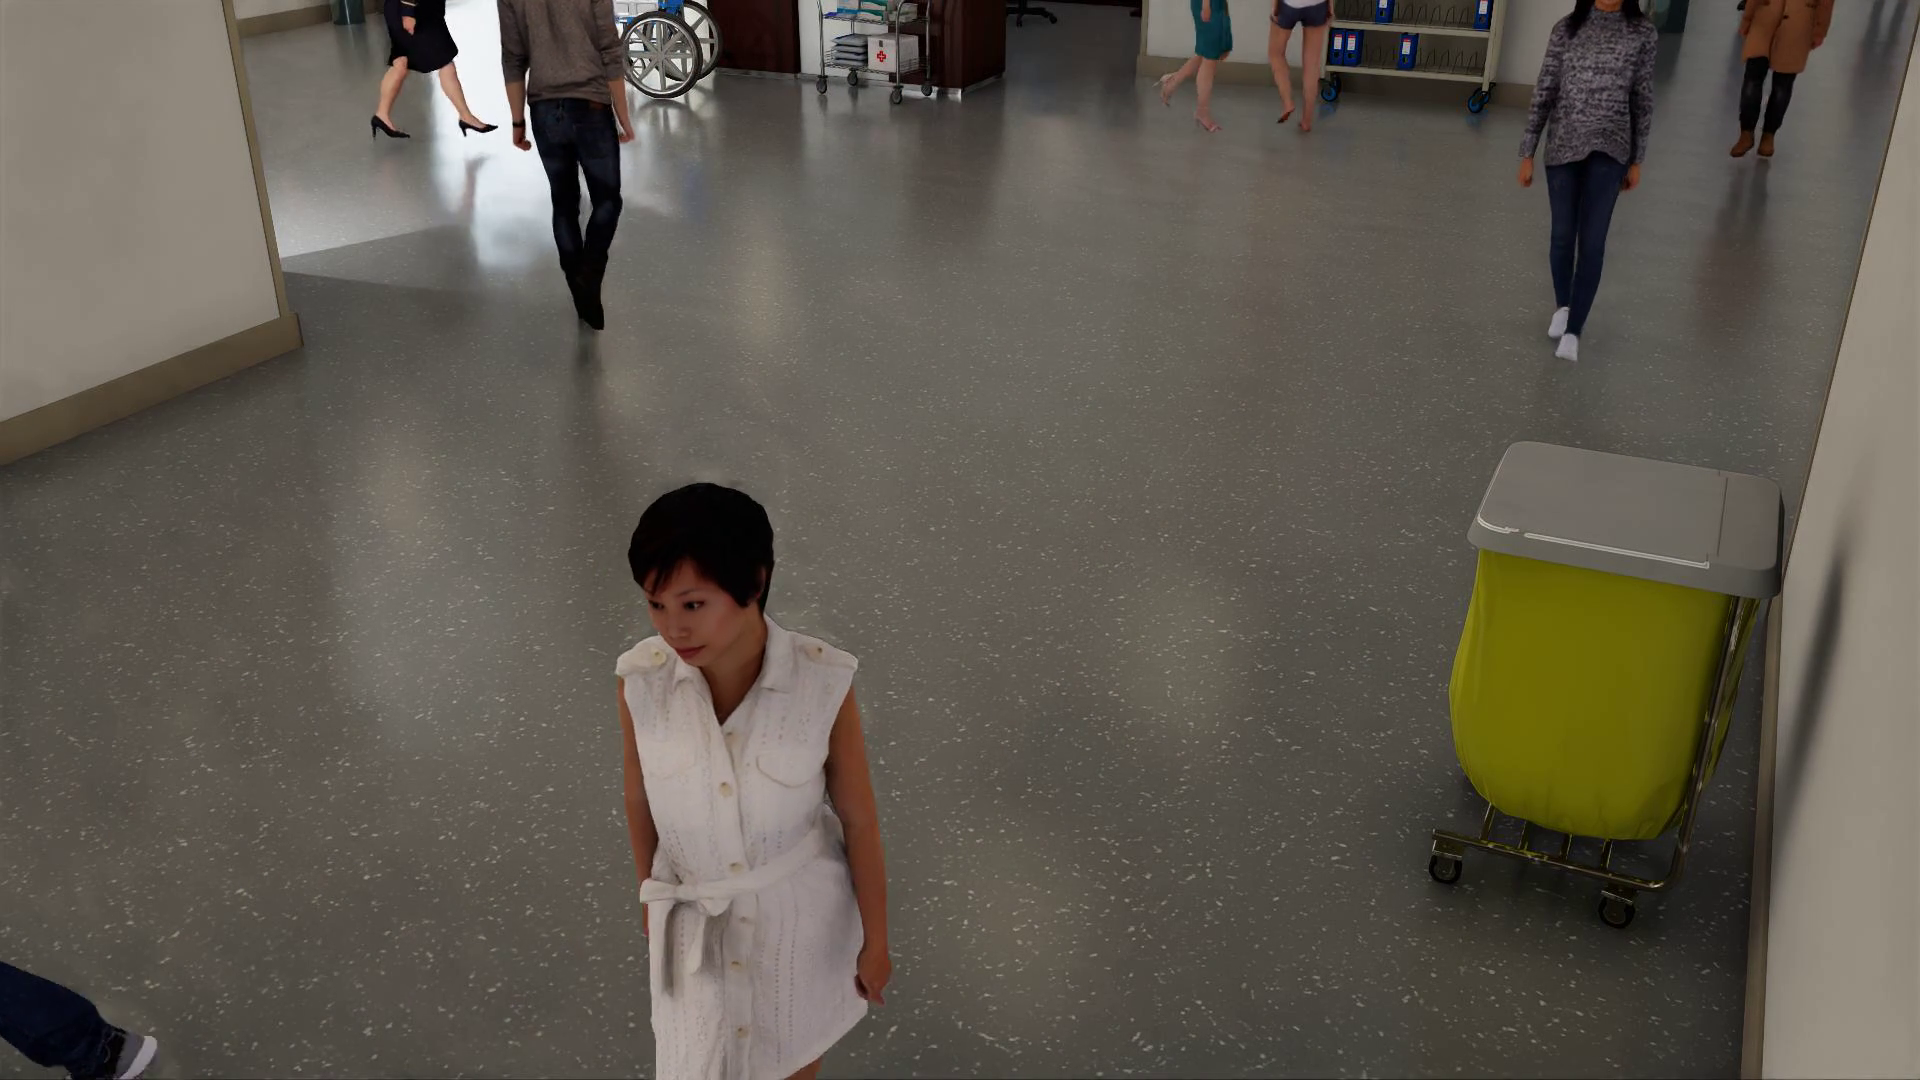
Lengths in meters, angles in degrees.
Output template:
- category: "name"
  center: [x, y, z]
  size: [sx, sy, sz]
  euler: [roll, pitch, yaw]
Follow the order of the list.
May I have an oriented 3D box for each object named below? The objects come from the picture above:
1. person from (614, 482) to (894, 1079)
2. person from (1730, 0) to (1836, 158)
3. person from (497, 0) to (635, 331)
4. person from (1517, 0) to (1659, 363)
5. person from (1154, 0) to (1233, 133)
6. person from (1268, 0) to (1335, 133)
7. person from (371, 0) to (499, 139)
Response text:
- category: "person"
  center: [-0.329, 0.581, 2.749]
  size: [1.032, 1.509, 0.933]
  euler: [-1, 26, -3]
- category: "person"
  center: [5.234, -3.299, 10.517]
  size: [0.687, 1.709, 0.769]
  euler: [15, 29, 28]
- category: "person"
  center: [-1.717, -1.835, 7.325]
  size: [1.071, 1.886, 1.007]
  euler: [0, 26, 0]
- category: "person"
  center: [2.724, -1.674, 7.203]
  size: [0.955, 1.701, 0.736]
  euler: [13, 29, 25]
- category: "person"
  center: [1.619, -3.606, 11.241]
  size: [0.741, 1.674, 0.598]
  euler: [10, 27, 19]
- category: "person"
  center: [2.302, -3.601, 11.211]
  size: [0.723, 1.691, 0.812]
  euler: [1, 26, 2]
- category: "person"
  center: [-3.649, -3.400, 10.862]
  size: [1.169, 1.633, 1.099]
  euler: [-8, 27, -16]
